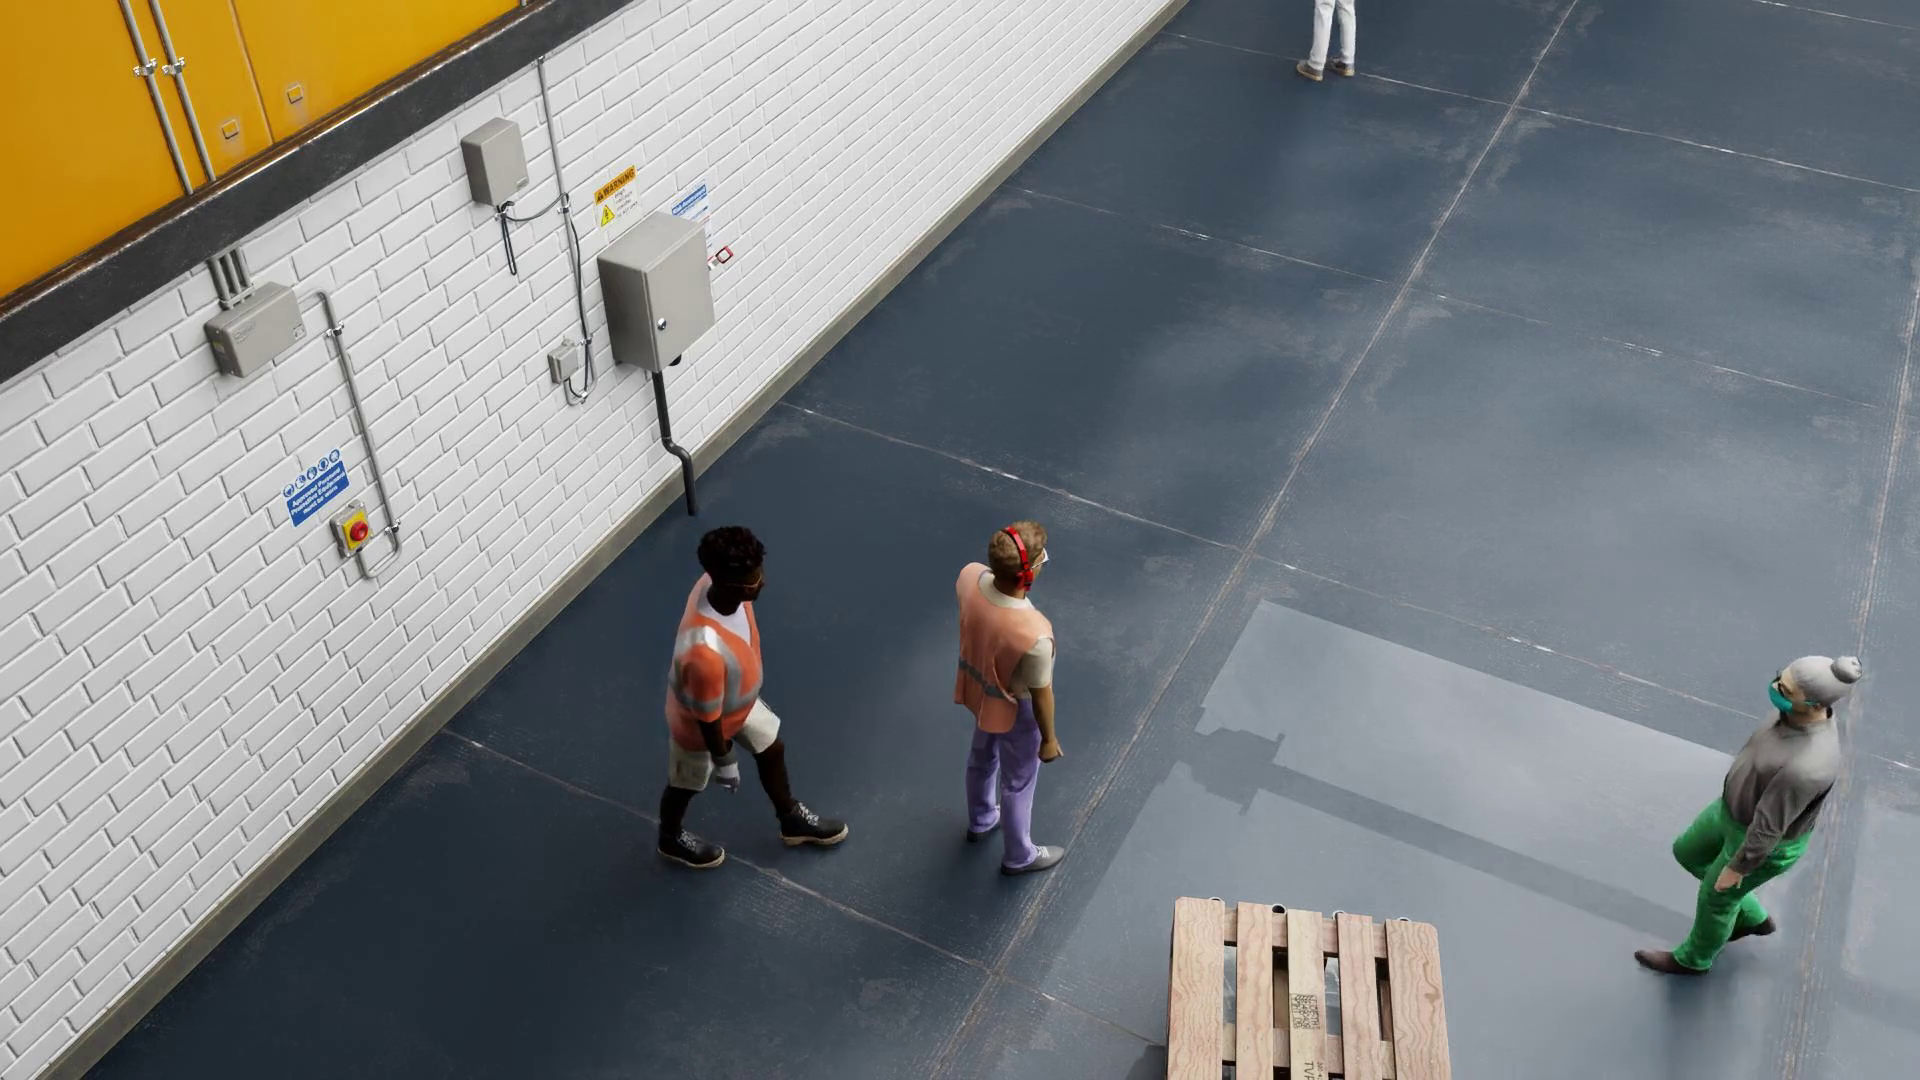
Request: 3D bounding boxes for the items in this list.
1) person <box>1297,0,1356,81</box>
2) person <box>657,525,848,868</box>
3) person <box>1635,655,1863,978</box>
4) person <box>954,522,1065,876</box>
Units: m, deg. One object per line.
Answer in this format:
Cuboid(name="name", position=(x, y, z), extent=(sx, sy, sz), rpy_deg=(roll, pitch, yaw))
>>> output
Cuboid(name="person", position=(2.908, -4.449, 12.763), extent=(0.590, 1.879, 0.402), rpy_deg=(-21, 45, -22))
Cuboid(name="person", position=(-0.926, 0.701, 6.769), extent=(0.901, 1.911, 0.606), rpy_deg=(8, 41, 9))
Cuboid(name="person", position=(3.054, 1.086, 6.385), extent=(0.439, 1.824, 0.521), rpy_deg=(9, 42, 11))
Cuboid(name="person", position=(0.191, 0.675, 6.847), extent=(0.390, 1.846, 0.565), rpy_deg=(-25, 47, -26))
